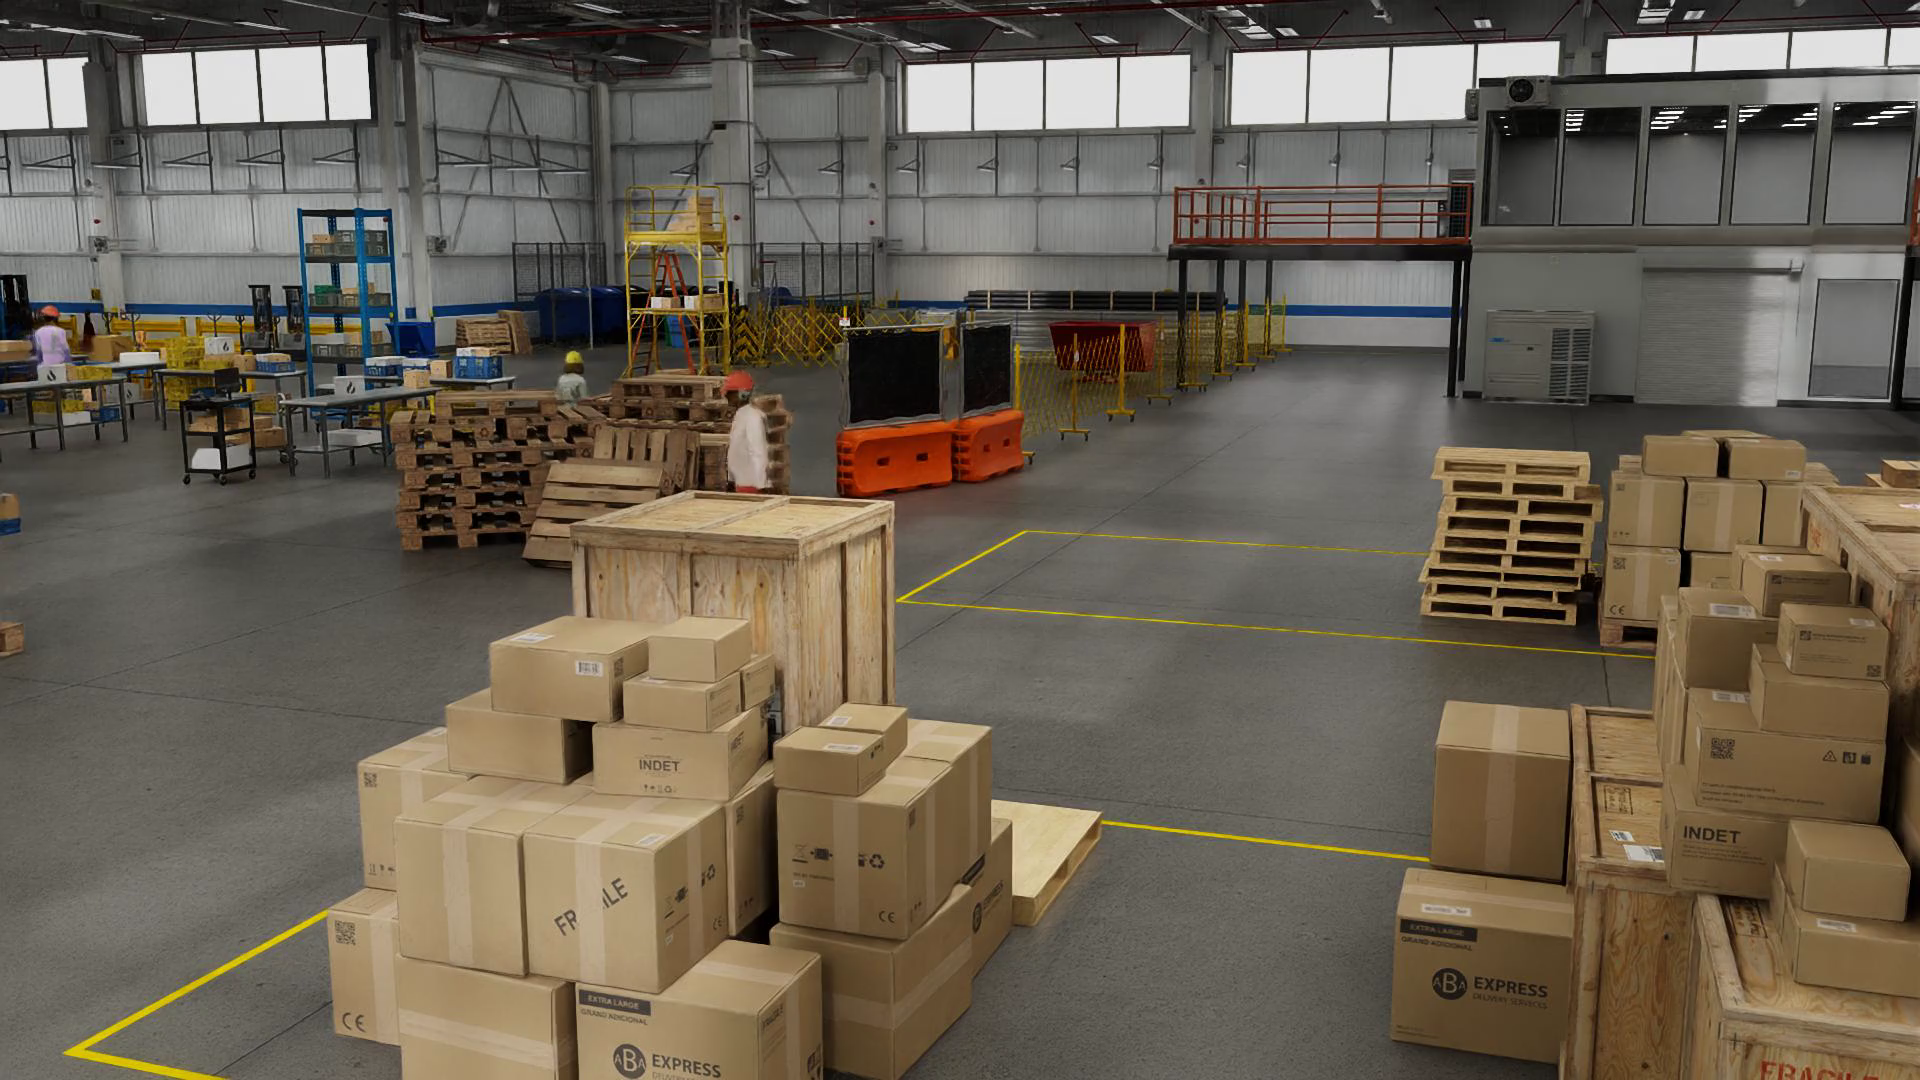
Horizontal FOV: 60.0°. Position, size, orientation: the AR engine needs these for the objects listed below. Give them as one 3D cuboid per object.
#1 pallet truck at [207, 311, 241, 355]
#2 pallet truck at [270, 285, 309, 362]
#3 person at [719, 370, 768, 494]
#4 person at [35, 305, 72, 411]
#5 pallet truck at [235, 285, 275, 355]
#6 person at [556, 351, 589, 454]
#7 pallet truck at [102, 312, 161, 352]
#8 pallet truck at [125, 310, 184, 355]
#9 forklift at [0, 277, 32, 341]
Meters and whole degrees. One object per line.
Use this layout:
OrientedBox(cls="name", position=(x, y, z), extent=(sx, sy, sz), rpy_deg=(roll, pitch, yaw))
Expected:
OrientedBox(cls="pallet truck", position=(-19.537, -5.575, 44.913), extent=(0.653, 1.274, 1.630), rpy_deg=(3, 11, 19))
OrientedBox(cls="pallet truck", position=(-17.147, -5.700, 43.663), extent=(0.823, 1.965, 1.885), rpy_deg=(3, 11, 17))
OrientedBox(cls="person", position=(-1.872, -0.538, 14.765), extent=(1.039, 1.944, 0.645), rpy_deg=(-3, 10, -16))
OrientedBox(cls="person", position=(-15.523, -2.999, 28.400), extent=(0.614, 2.024, 0.854), rpy_deg=(4, 11, 23))
OrientedBox(cls="pallet truck", position=(-18.327, -5.835, 44.421), extent=(0.823, 1.965, 1.885), rpy_deg=(4, 11, 23))
OrientedBox(cls="person", position=(-4.800, -1.523, 20.963), extent=(0.492, 1.698, 0.900), rpy_deg=(7, 12, 36))
OrientedBox(cls="pallet truck", position=(-23.057, -5.777, 46.261), extent=(0.680, 1.201, 1.601), rpy_deg=(3, 11, 19))
OrientedBox(cls="pallet truck", position=(-22.038, -5.665, 45.457), extent=(0.704, 1.261, 1.522), rpy_deg=(3, 11, 17))
OrientedBox(cls="forklift", position=(-27.151, -6.329, 46.328), extent=(1.157, 1.987, 2.680), rpy_deg=(3, 11, 17))
